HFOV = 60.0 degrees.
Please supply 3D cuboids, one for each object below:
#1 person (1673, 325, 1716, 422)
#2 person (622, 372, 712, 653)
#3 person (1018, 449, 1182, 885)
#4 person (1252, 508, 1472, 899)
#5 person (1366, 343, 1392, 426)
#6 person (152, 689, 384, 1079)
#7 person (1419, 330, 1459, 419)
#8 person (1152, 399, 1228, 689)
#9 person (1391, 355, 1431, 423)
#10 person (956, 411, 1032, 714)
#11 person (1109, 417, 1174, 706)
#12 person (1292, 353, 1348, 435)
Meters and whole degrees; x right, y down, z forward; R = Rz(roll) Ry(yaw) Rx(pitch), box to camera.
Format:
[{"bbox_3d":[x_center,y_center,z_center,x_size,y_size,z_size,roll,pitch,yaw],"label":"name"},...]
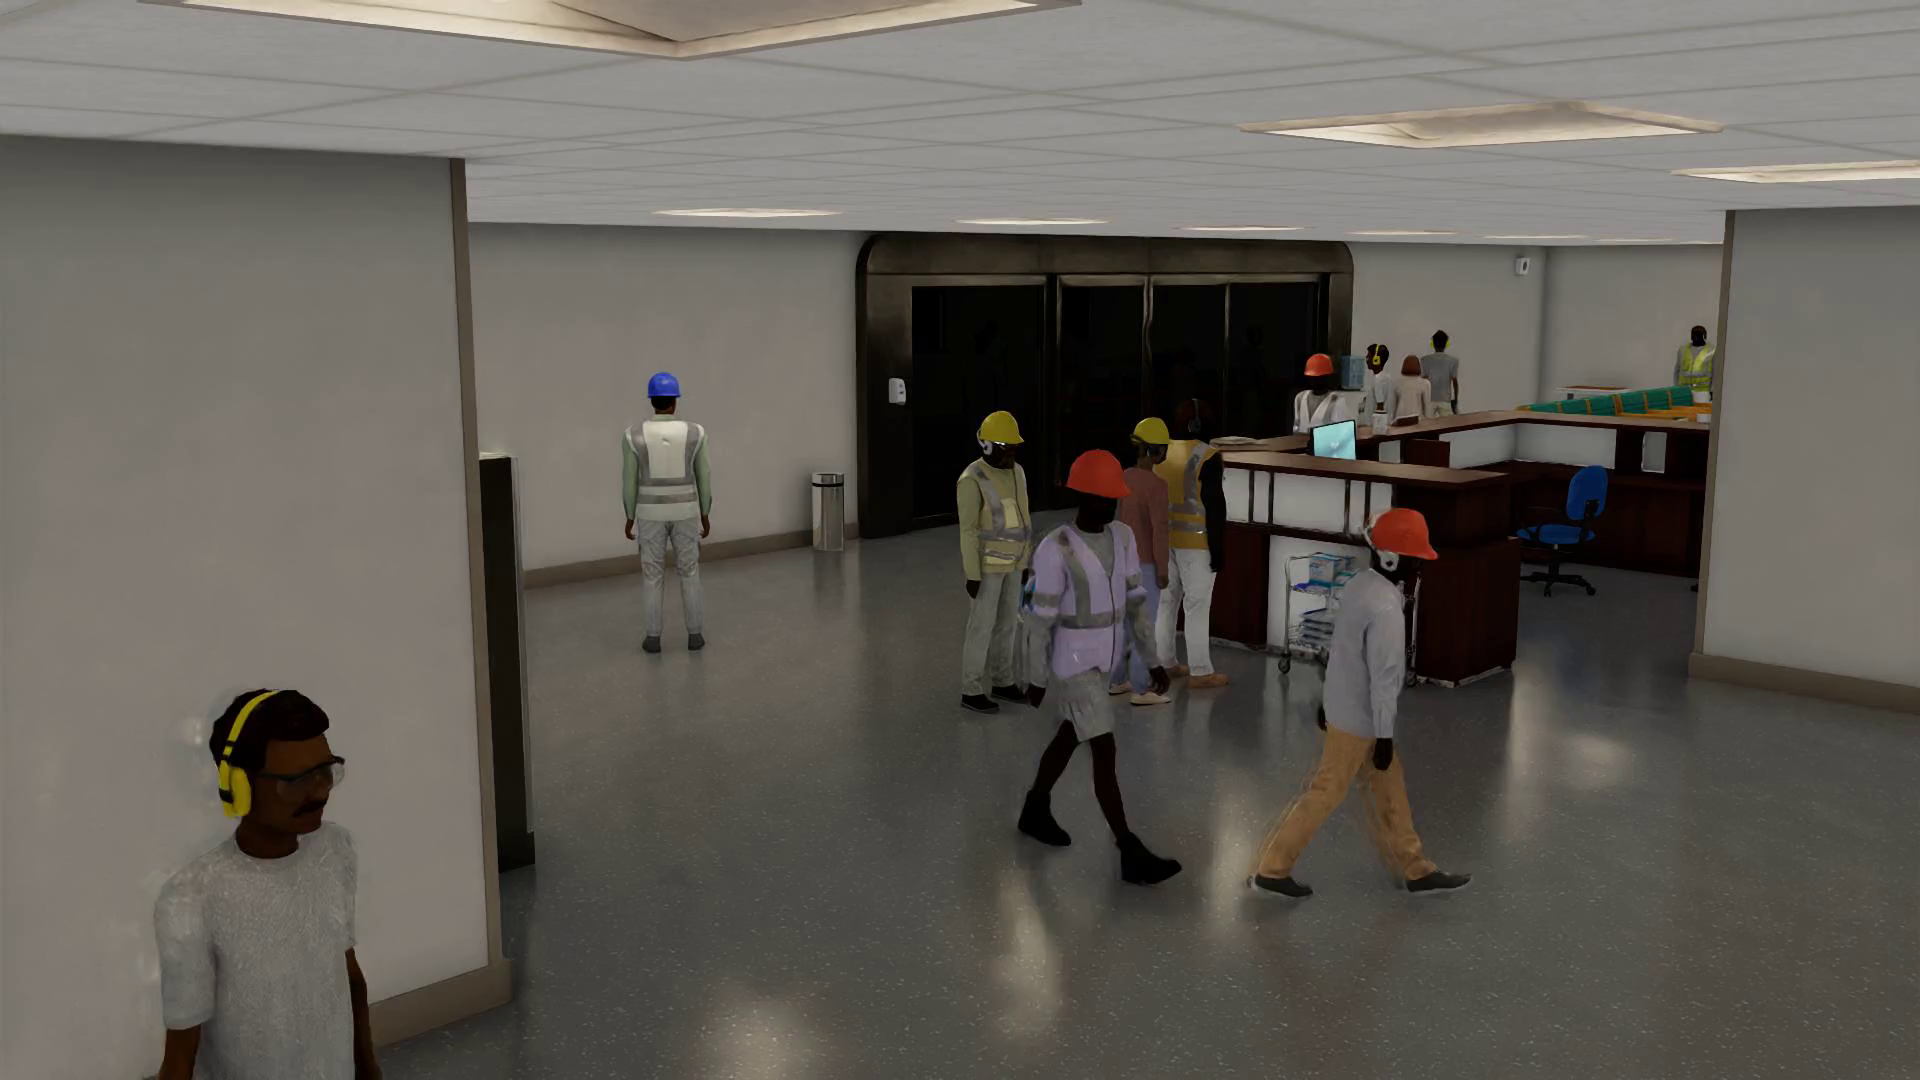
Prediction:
[{"bbox_3d":[10.684,-2.196,24.186,0.624,1.844,0.429,7,12,38],"label":"person"},{"bbox_3d":[-2.032,-0.188,11.548,0.615,1.943,0.399,-2,10,-15],"label":"person"},{"bbox_3d":[0.580,0.528,7.365,1.016,1.882,0.552,9,13,42],"label":"person"},{"bbox_3d":[1.672,0.695,6.928,0.915,1.685,0.614,1,9,5],"label":"person"},{"bbox_3d":[4.403,-1.145,17.646,0.318,1.870,0.531,3,10,20],"label":"person"},{"bbox_3d":[-1.370,1.197,3.325,0.477,1.856,0.544,3,10,17],"label":"person"},{"bbox_3d":[6.168,-1.764,21.491,0.584,1.865,0.343,2,10,15],"label":"person"},{"bbox_3d":[1.459,0.021,10.603,0.430,1.841,0.624,-7,11,-36],"label":"person"},{"bbox_3d":[5.473,-1.440,20.281,0.507,1.643,0.484,4,10,23],"label":"person"},{"bbox_3d":[0.225,0.130,10.000,0.404,1.820,0.594,7,11,36],"label":"person"},{"bbox_3d":[1.137,0.126,10.214,0.349,1.758,0.522,-4,10,-24],"label":"person"},{"bbox_3d":[3.141,-0.690,14.711,0.408,1.918,0.565,-8,13,-42],"label":"person"}]
